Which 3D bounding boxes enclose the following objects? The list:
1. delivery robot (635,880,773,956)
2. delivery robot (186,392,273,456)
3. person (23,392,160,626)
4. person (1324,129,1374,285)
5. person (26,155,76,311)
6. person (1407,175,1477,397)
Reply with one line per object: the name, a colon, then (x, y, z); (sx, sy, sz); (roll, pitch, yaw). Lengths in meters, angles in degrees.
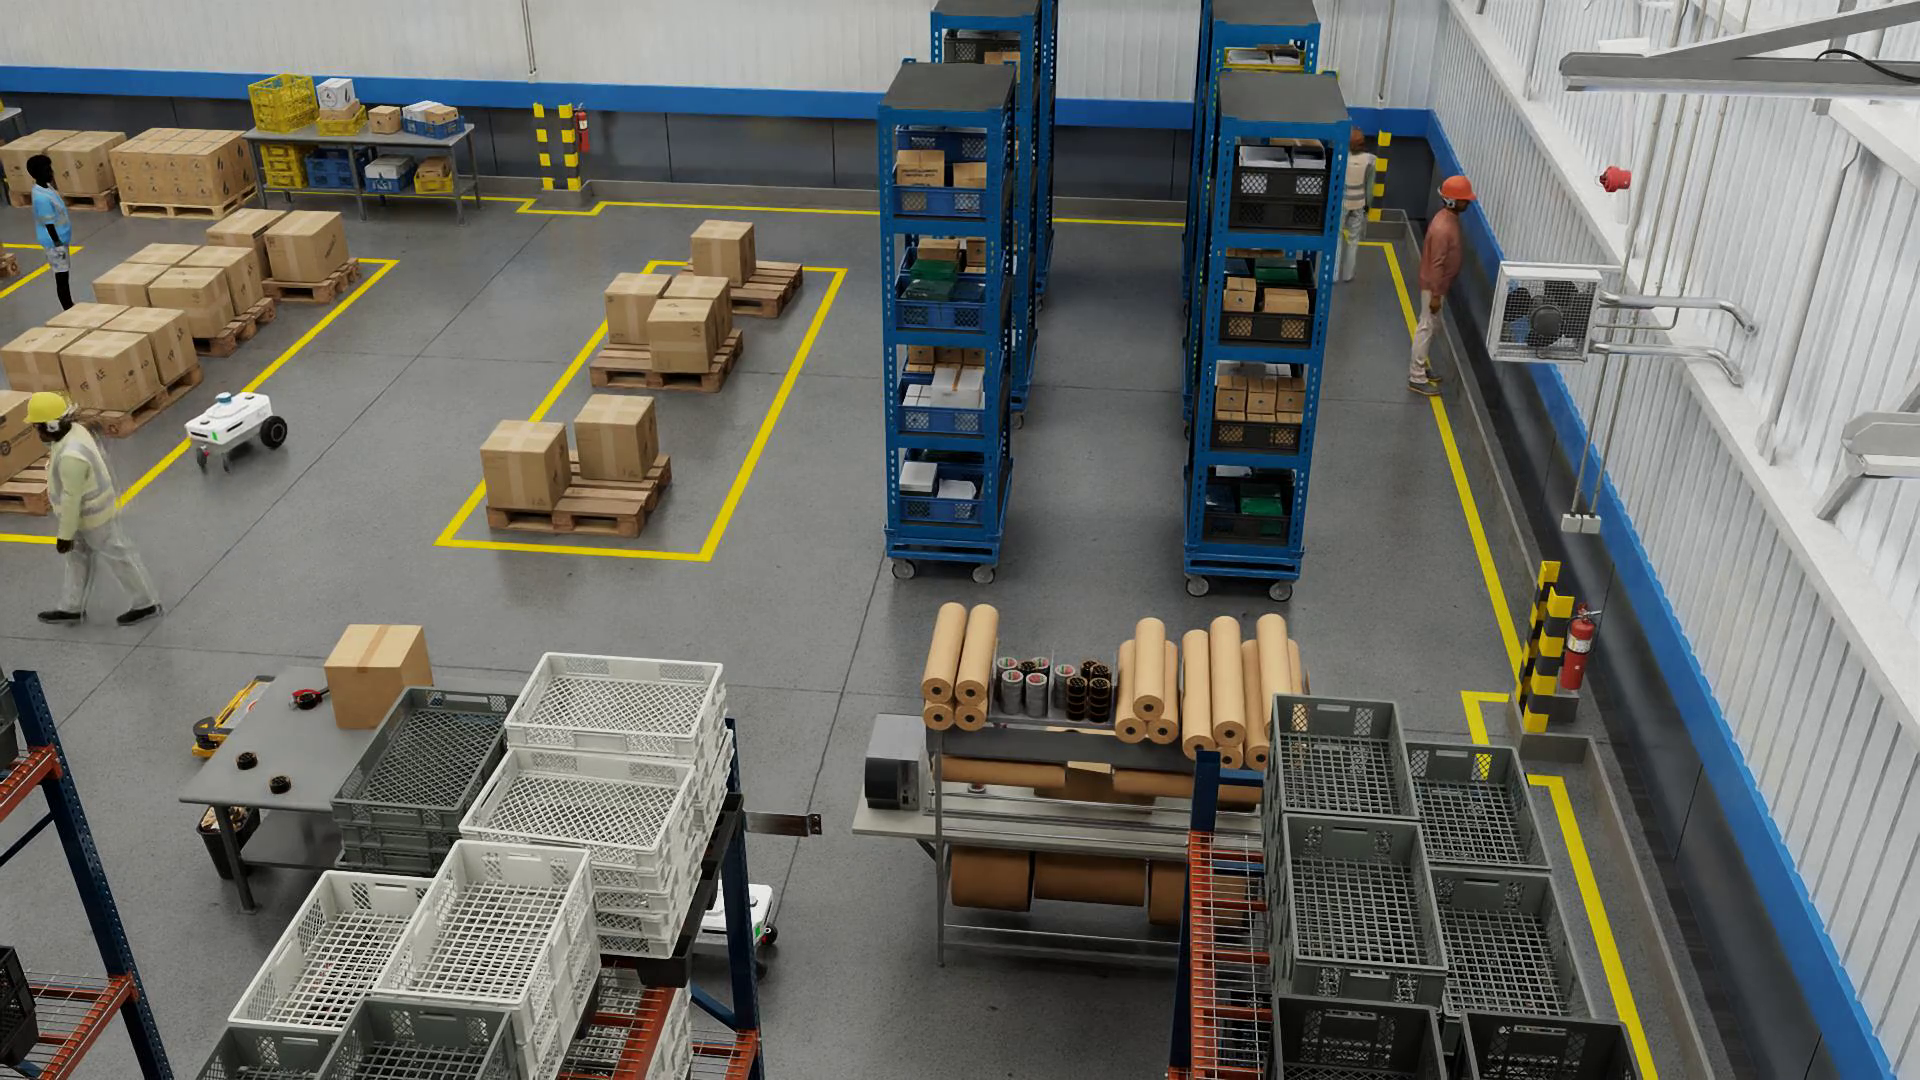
delivery robot: (-1.361, 1.987, 8.863); (0.707, 0.478, 0.477); (3, 30, 6)
delivery robot: (-6.143, -1.002, 13.998); (0.477, 0.478, 0.707); (11, 32, 19)
person: (-6.124, -0.163, 11.421); (0.844, 1.793, 0.604); (-16, 34, -25)
person: (4.018, -3.451, 17.242); (0.556, 1.625, 0.333); (-8, 31, -13)
person: (-8.833, -2.929, 16.268); (0.322, 1.696, 0.530); (-13, 33, -21)
person: (4.293, -2.292, 14.881); (0.390, 1.995, 0.613); (11, 32, 18)
